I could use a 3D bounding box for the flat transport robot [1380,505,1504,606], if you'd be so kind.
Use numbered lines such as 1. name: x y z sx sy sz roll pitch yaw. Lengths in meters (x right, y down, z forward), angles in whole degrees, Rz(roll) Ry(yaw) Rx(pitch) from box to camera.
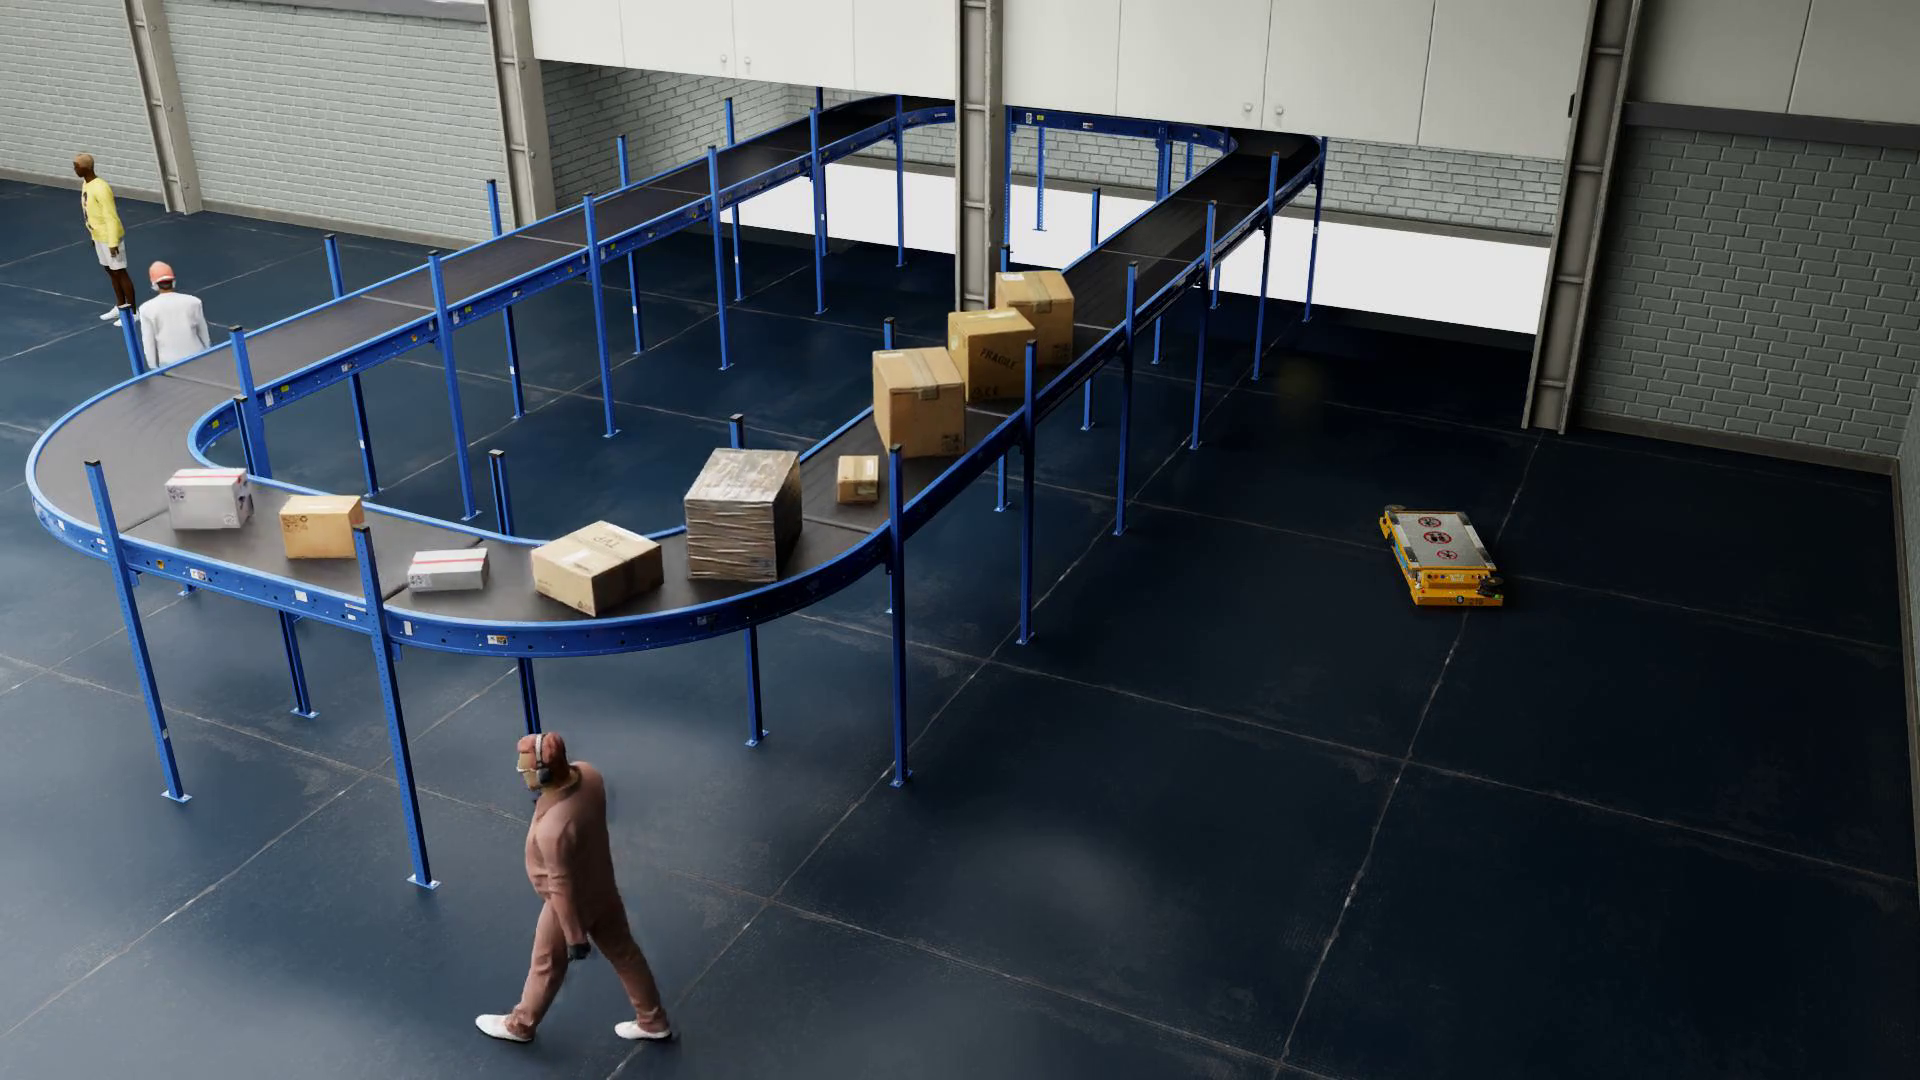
1. flat transport robot: 3.817 0.115 13.244 0.659 0.231 1.431 1 26 1

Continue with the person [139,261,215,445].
1. person: -7.158 -1.685 15.225 0.437 1.728 0.624 24 35 39

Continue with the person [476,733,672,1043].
1. person: -1.943 1.737 8.203 1.023 1.845 0.647 4 27 8

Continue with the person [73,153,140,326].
1. person: -9.411 -3.316 18.326 0.382 1.900 0.544 -23 35 -38
